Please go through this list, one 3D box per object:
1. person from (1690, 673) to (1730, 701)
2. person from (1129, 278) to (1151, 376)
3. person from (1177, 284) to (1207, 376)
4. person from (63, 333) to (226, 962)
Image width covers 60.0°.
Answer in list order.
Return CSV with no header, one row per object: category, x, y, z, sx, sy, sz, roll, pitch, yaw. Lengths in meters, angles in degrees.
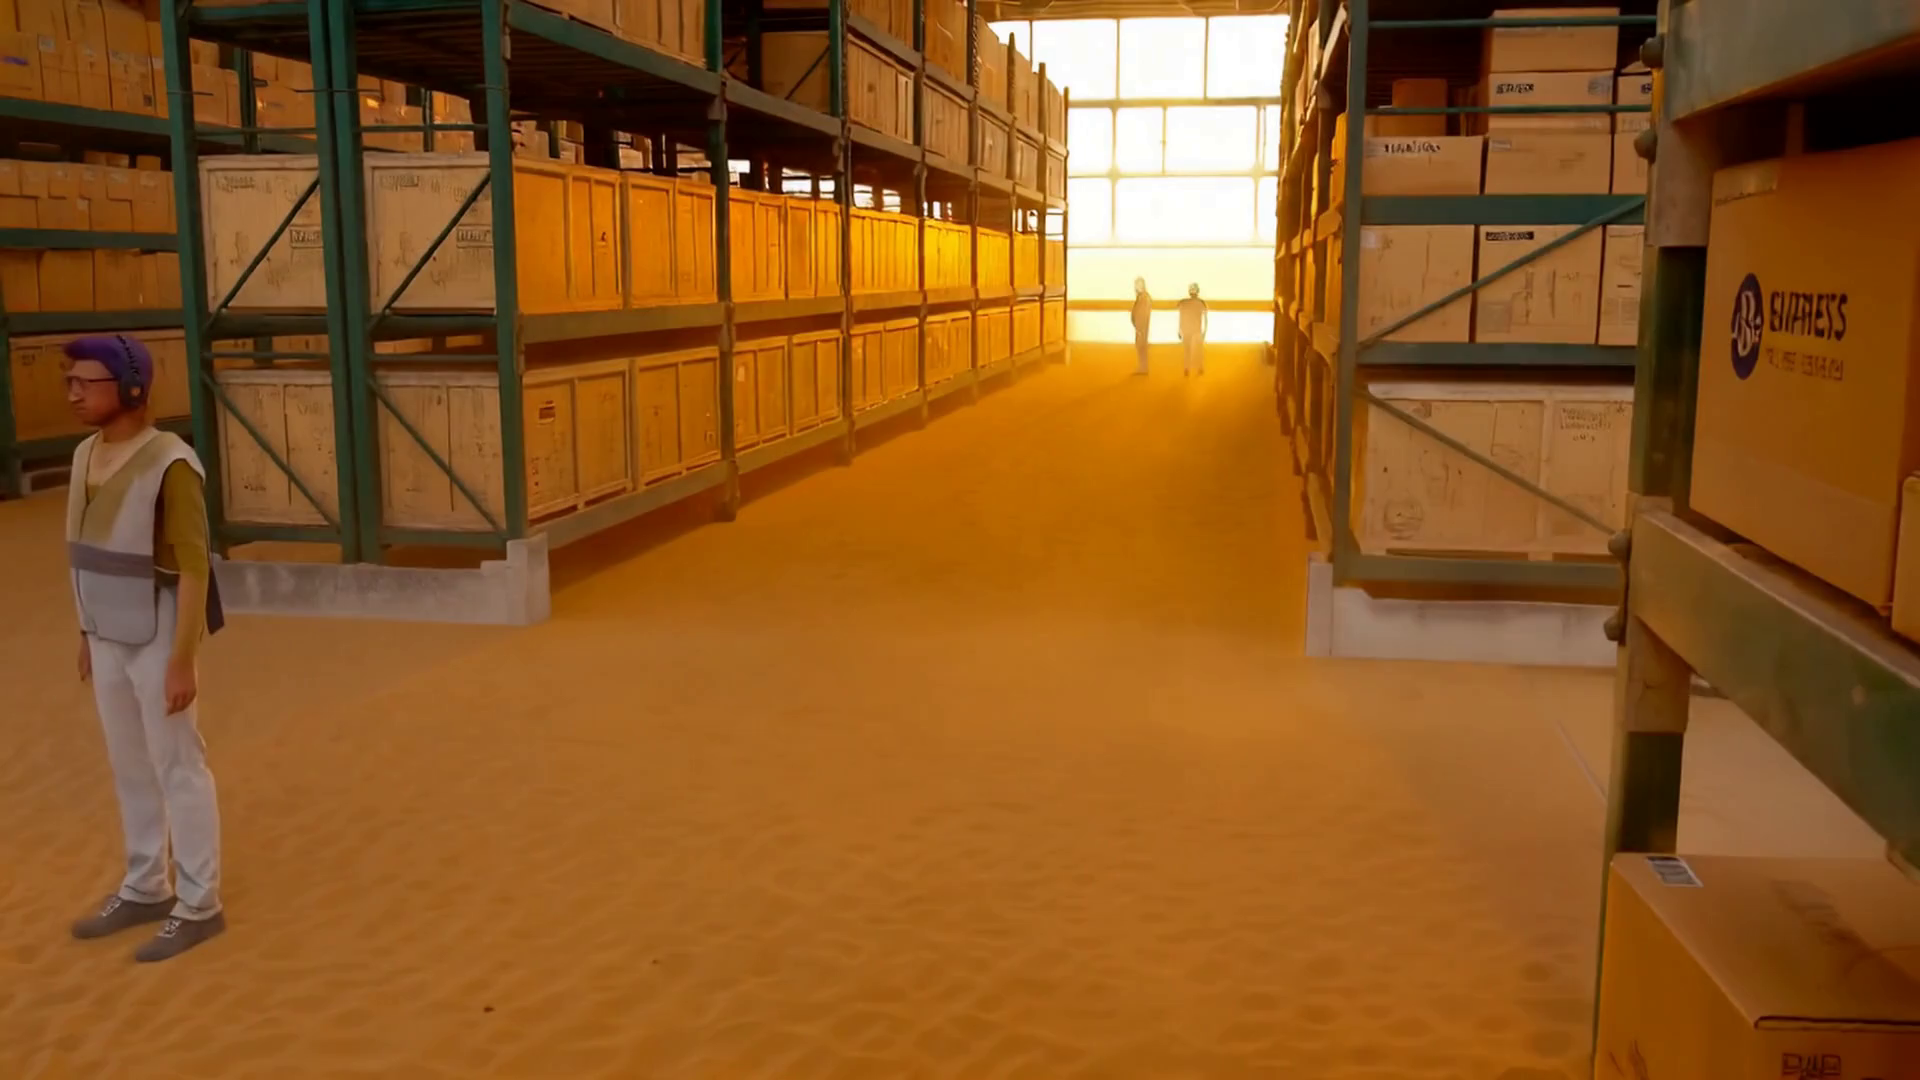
person,3.759,-0.018,7.720,0.649,1.606,0.502,1,9,8
person,3.518,-4.172,32.586,0.407,1.904,0.655,3,10,16
person,4.539,-4.098,32.507,0.603,1.784,0.923,3,10,19
person,-2.432,0.309,4.967,0.565,1.846,0.390,6,11,32
